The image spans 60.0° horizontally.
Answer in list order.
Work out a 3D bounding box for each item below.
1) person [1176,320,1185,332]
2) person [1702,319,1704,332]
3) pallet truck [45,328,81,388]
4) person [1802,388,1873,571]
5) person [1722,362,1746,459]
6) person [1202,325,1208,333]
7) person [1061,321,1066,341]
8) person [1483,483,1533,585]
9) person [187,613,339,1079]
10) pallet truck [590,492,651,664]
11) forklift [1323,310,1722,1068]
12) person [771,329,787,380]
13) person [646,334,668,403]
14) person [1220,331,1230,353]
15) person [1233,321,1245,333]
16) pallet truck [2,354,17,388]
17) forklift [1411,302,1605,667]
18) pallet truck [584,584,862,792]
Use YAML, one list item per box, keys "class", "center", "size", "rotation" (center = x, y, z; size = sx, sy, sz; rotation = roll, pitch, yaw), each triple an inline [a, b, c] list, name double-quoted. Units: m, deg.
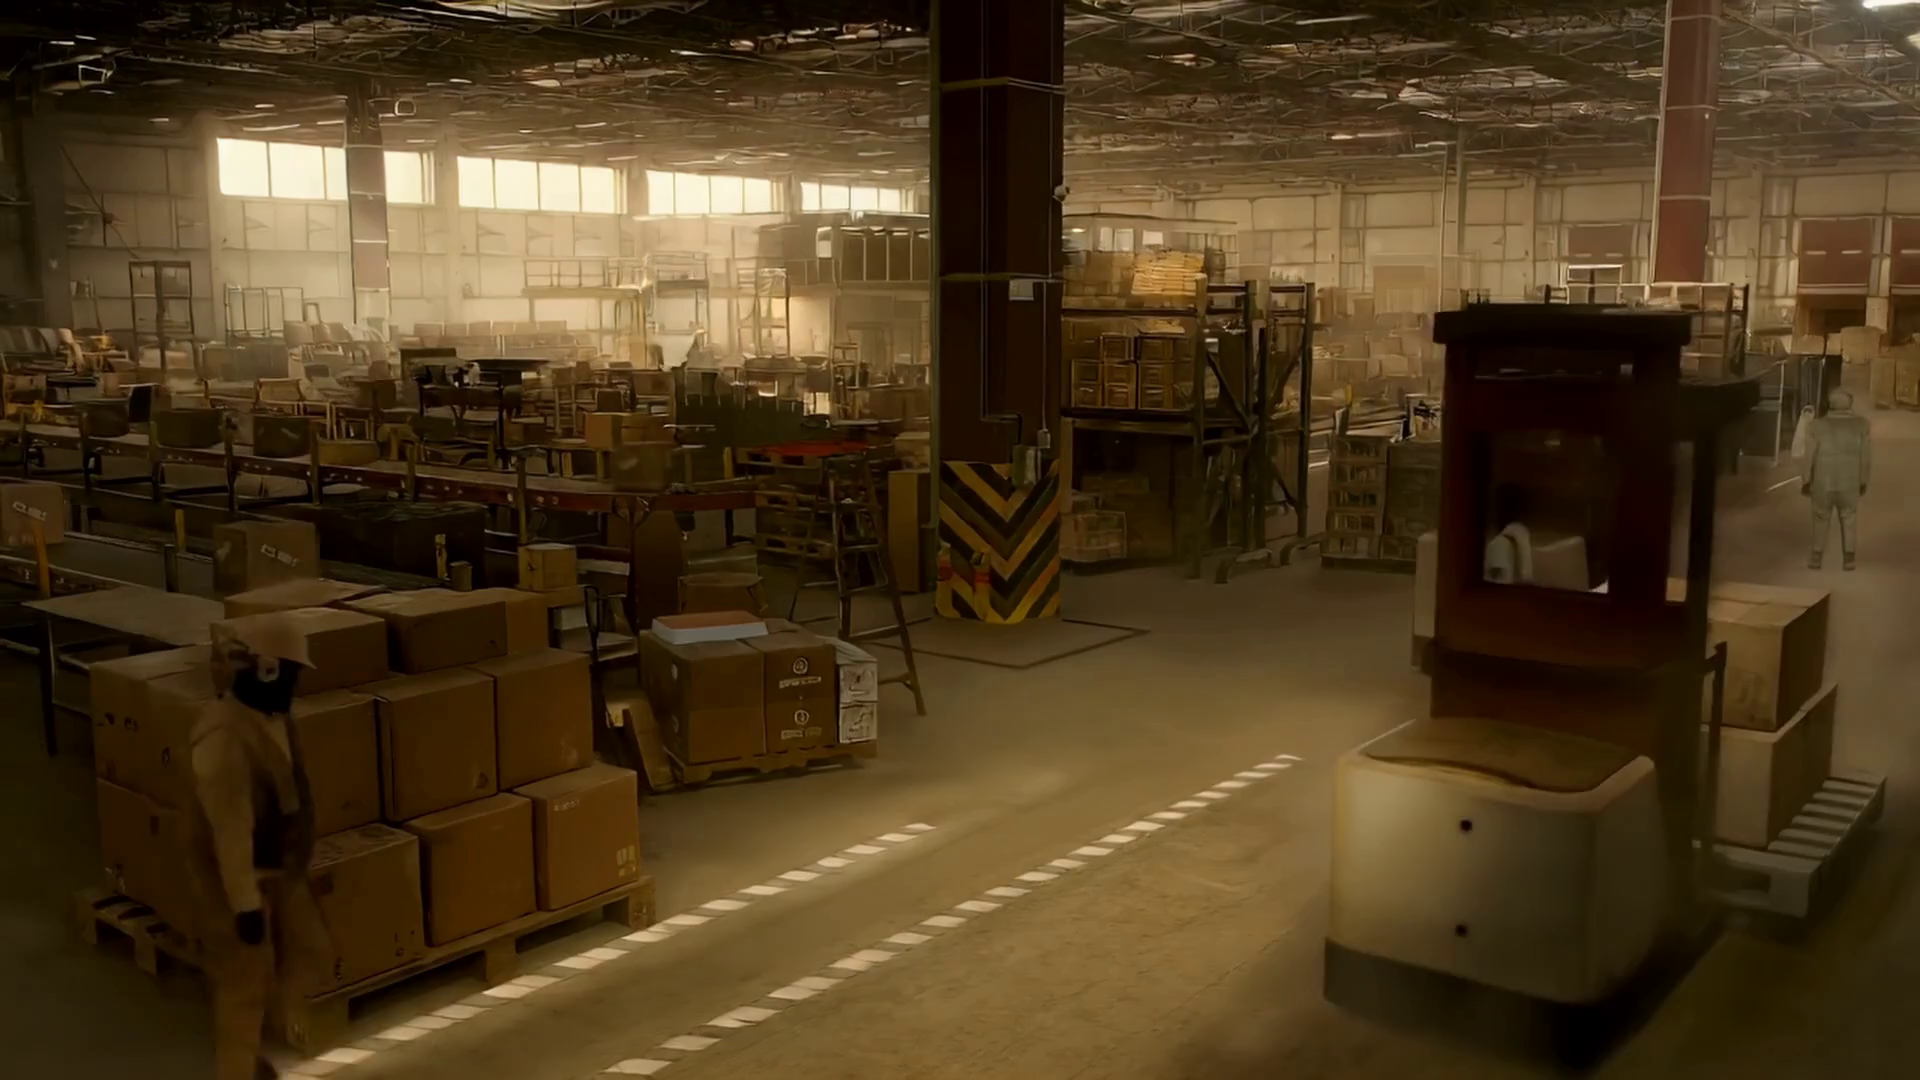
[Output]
- class: "person"
  center: [7.178, -6.158, 54.231]
  size: [0.701, 2.000, 0.551]
  rotation: [-7, 11, -38]
- class: "person"
  center: [32.804, -9.010, 73.891]
  size: [0.612, 1.907, 0.409]
  rotation: [-4, 9, -24]
- class: "pallet truck"
  center: [-23.775, -4.544, 43.495]
  size: [1.885, 1.965, 0.823]
  rotation: [6, 10, 35]
- class: "person"
  center: [9.165, -0.629, 17.404]
  size: [0.639, 1.911, 0.402]
  rotation: [4, 9, 23]
- class: "person"
  center: [13.607, -2.272, 29.191]
  size: [0.317, 1.694, 0.540]
  rotation: [-1, 9, -9]
- class: "person"
  center: [8.690, -7.023, 60.103]
  size: [0.397, 2.033, 0.609]
  rotation: [8, 12, 43]
- class: "person"
  center: [3.609, -7.073, 60.768]
  size: [0.587, 1.930, 0.355]
  rotation: [-3, 9, -17]
- class: "person"
  center: [3.595, 0.451, 10.980]
  size: [0.869, 1.651, 0.538]
  rotation: [5, 10, 30]
- class: "person"
  center: [-2.429, 1.161, 5.766]
  size: [0.440, 1.789, 0.679]
  rotation: [0, 8, 2]
- class: "pallet truck"
  center: [-3.115, 0.344, 12.883]
  size: [0.653, 1.274, 1.630]
  rotation: [7, 11, 37]
- class: "forklift"
  center: [2.405, 0.449, 6.871]
  size: [1.129, 2.768, 1.873]
  rotation: [6, 11, 37]
- class: "person"
  center: [-6.192, -6.224, 55.761]
  size: [0.938, 1.721, 0.527]
  rotation: [3, 9, 20]
- class: "person"
  center: [-7.959, -4.472, 43.589]
  size: [0.820, 1.824, 0.537]
  rotation: [1, 9, 9]
- class: "person"
  center: [6.896, -4.522, 43.635]
  size: [0.564, 1.914, 0.432]
  rotation: [2, 9, 11]
- class: "person"
  center: [10.625, -7.344, 62.791]
  size: [0.635, 1.881, 1.039]
  rotation: [2, 9, 14]
- class: "pallet truck"
  center: [-24.881, -4.417, 42.634]
  size: [1.885, 1.965, 0.823]
  rotation: [8, 11, 41]
- class: "forklift"
  center: [4.379, -0.438, 12.852]
  size: [1.129, 2.768, 1.873]
  rotation: [7, 11, 37]
- class: "pallet truck"
  center: [-1.426, 0.805, 10.019]
  size: [1.601, 1.201, 0.680]
  rotation: [-4, 9, -26]
